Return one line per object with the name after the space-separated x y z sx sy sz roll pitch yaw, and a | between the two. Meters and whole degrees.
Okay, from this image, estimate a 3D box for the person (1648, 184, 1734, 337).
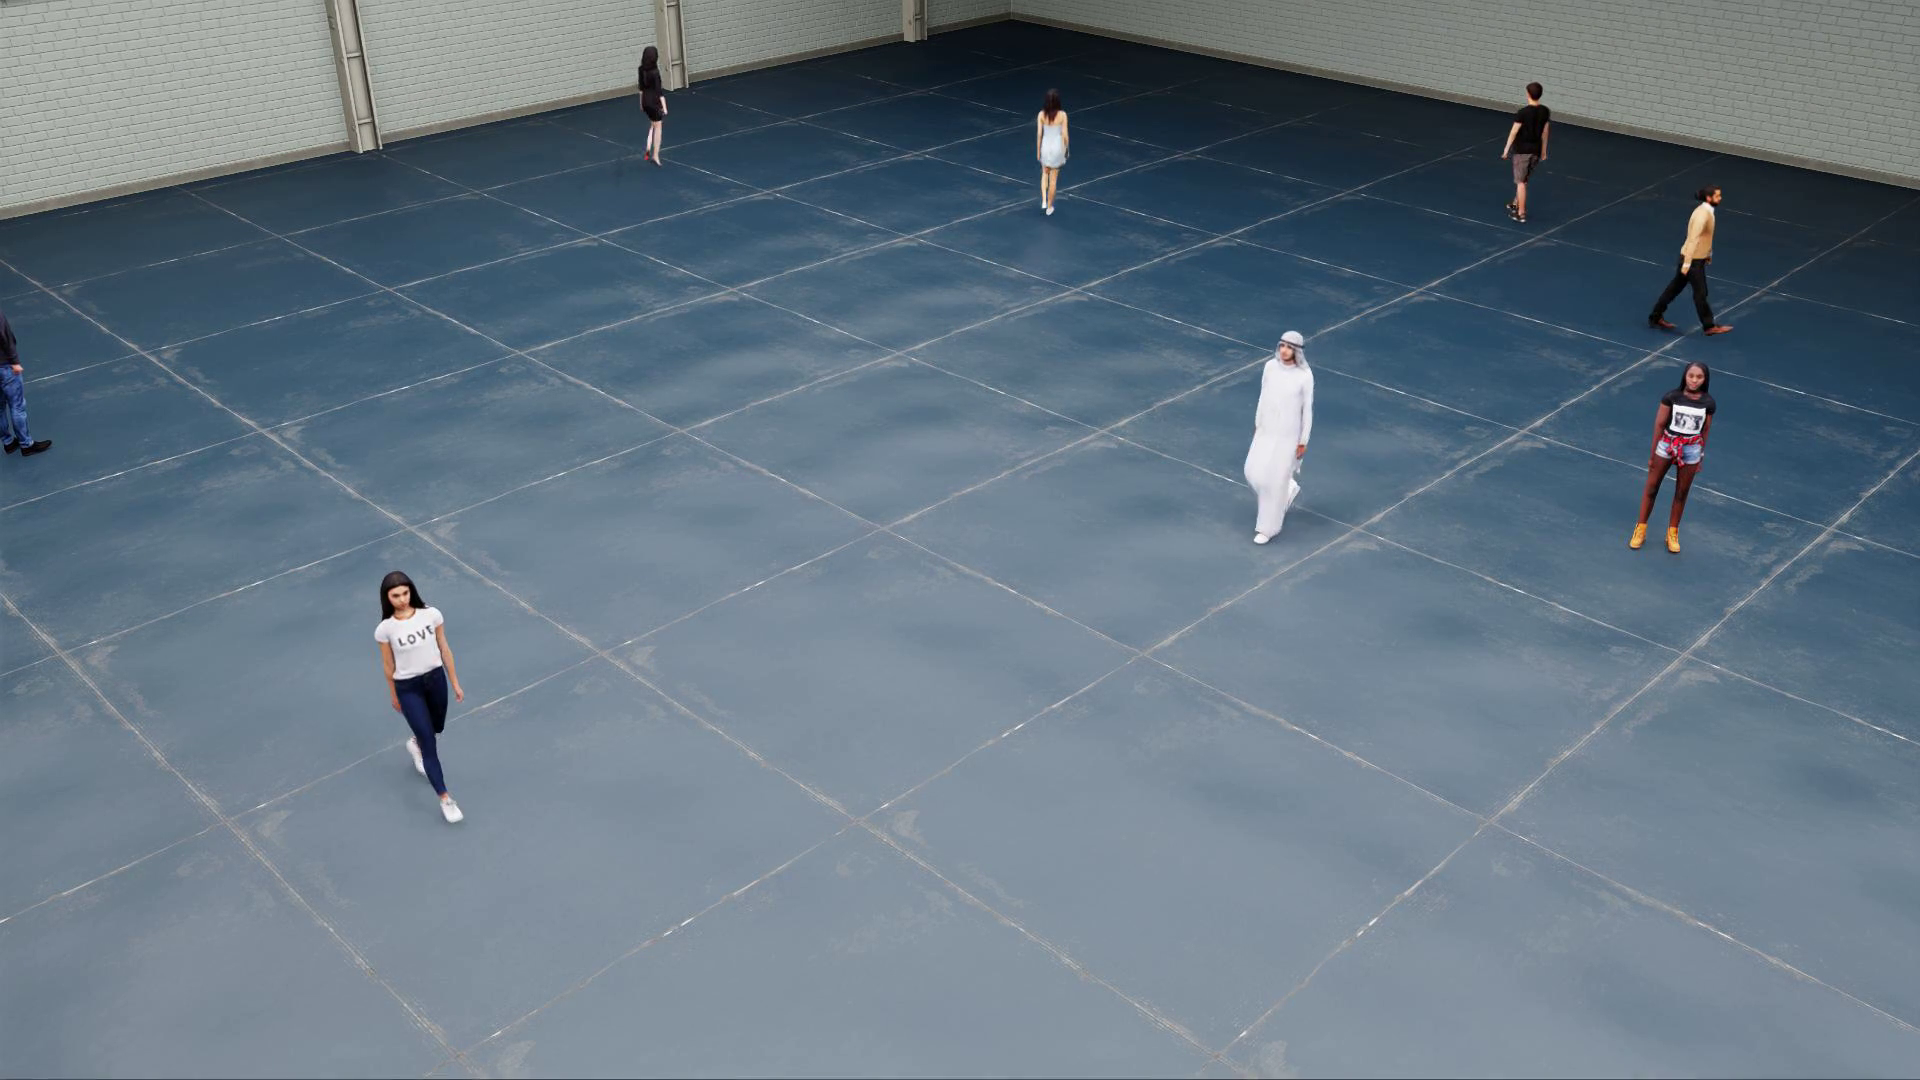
8.215 -3.161 18.822 0.988 1.708 1.168 13 31 23 | person

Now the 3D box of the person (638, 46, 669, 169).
-4.679 -6.456 24.923 0.638 1.787 0.646 21 35 34 | person

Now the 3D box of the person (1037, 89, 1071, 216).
1.257 -5.309 22.841 0.707 1.720 0.739 7 29 12 | person

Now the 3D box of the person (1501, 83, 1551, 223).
7.748 -5.234 22.569 0.968 1.844 0.987 -7 29 -13 | person

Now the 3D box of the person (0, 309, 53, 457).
-9.223 -1.716 15.909 0.751 1.894 0.719 10 30 19 | person

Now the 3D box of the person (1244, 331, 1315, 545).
2.823 -0.931 14.417 0.668 1.912 0.907 25 37 38 | person

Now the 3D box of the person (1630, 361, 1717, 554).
6.127 -0.724 14.223 0.715 1.728 0.741 8 29 15 | person

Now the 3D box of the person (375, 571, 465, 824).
-3.596 0.964 11.033 1.068 1.748 0.726 -22 35 -35 | person
